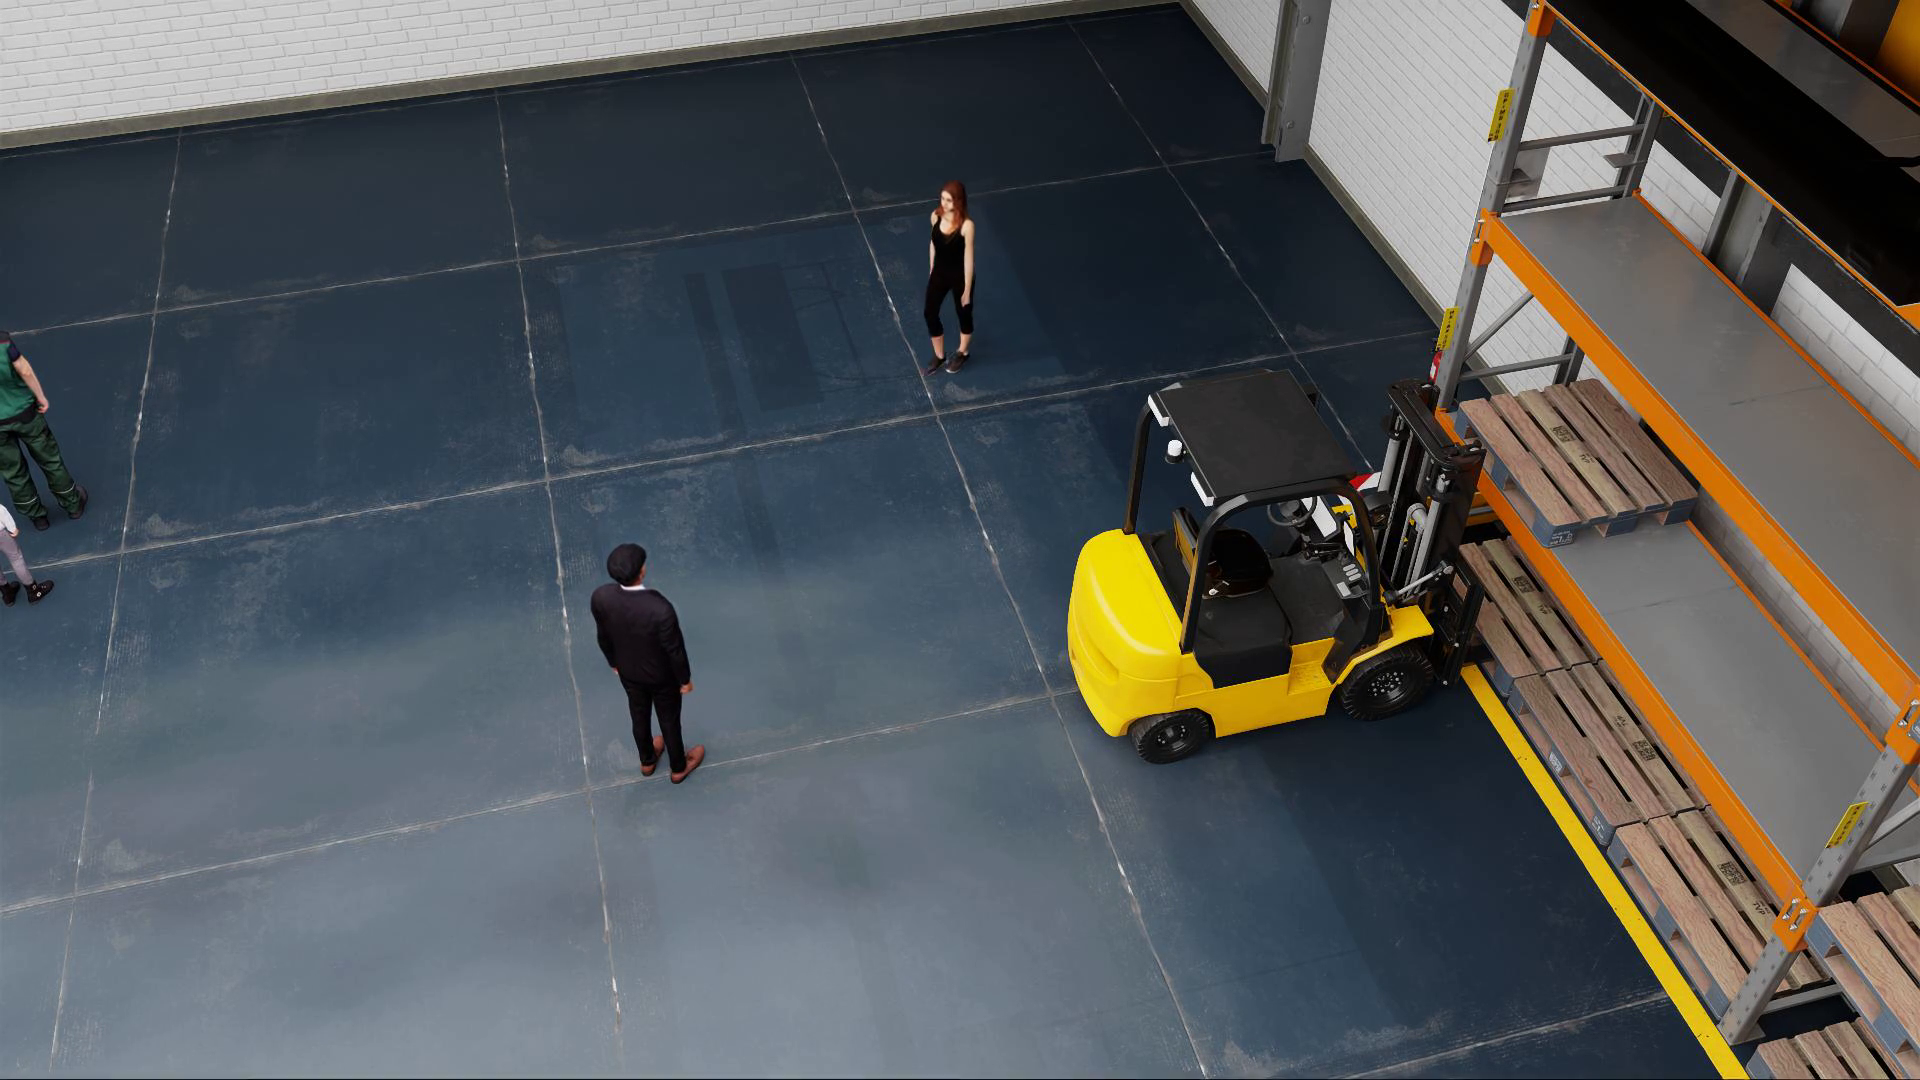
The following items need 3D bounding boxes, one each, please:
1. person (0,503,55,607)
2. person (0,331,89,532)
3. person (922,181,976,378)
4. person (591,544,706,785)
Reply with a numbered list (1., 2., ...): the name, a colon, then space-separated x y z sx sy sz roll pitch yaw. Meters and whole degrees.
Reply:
1. person: -6.484 -0.069 11.087 0.539 1.279 0.549 -1 44 -1
2. person: -6.587 -0.876 11.482 0.729 1.901 0.654 -20 47 -20
3. person: 0.000 -2.061 12.859 0.769 1.719 0.827 25 49 24
4. person: -1.848 0.742 9.797 0.771 1.884 0.764 12 45 13
